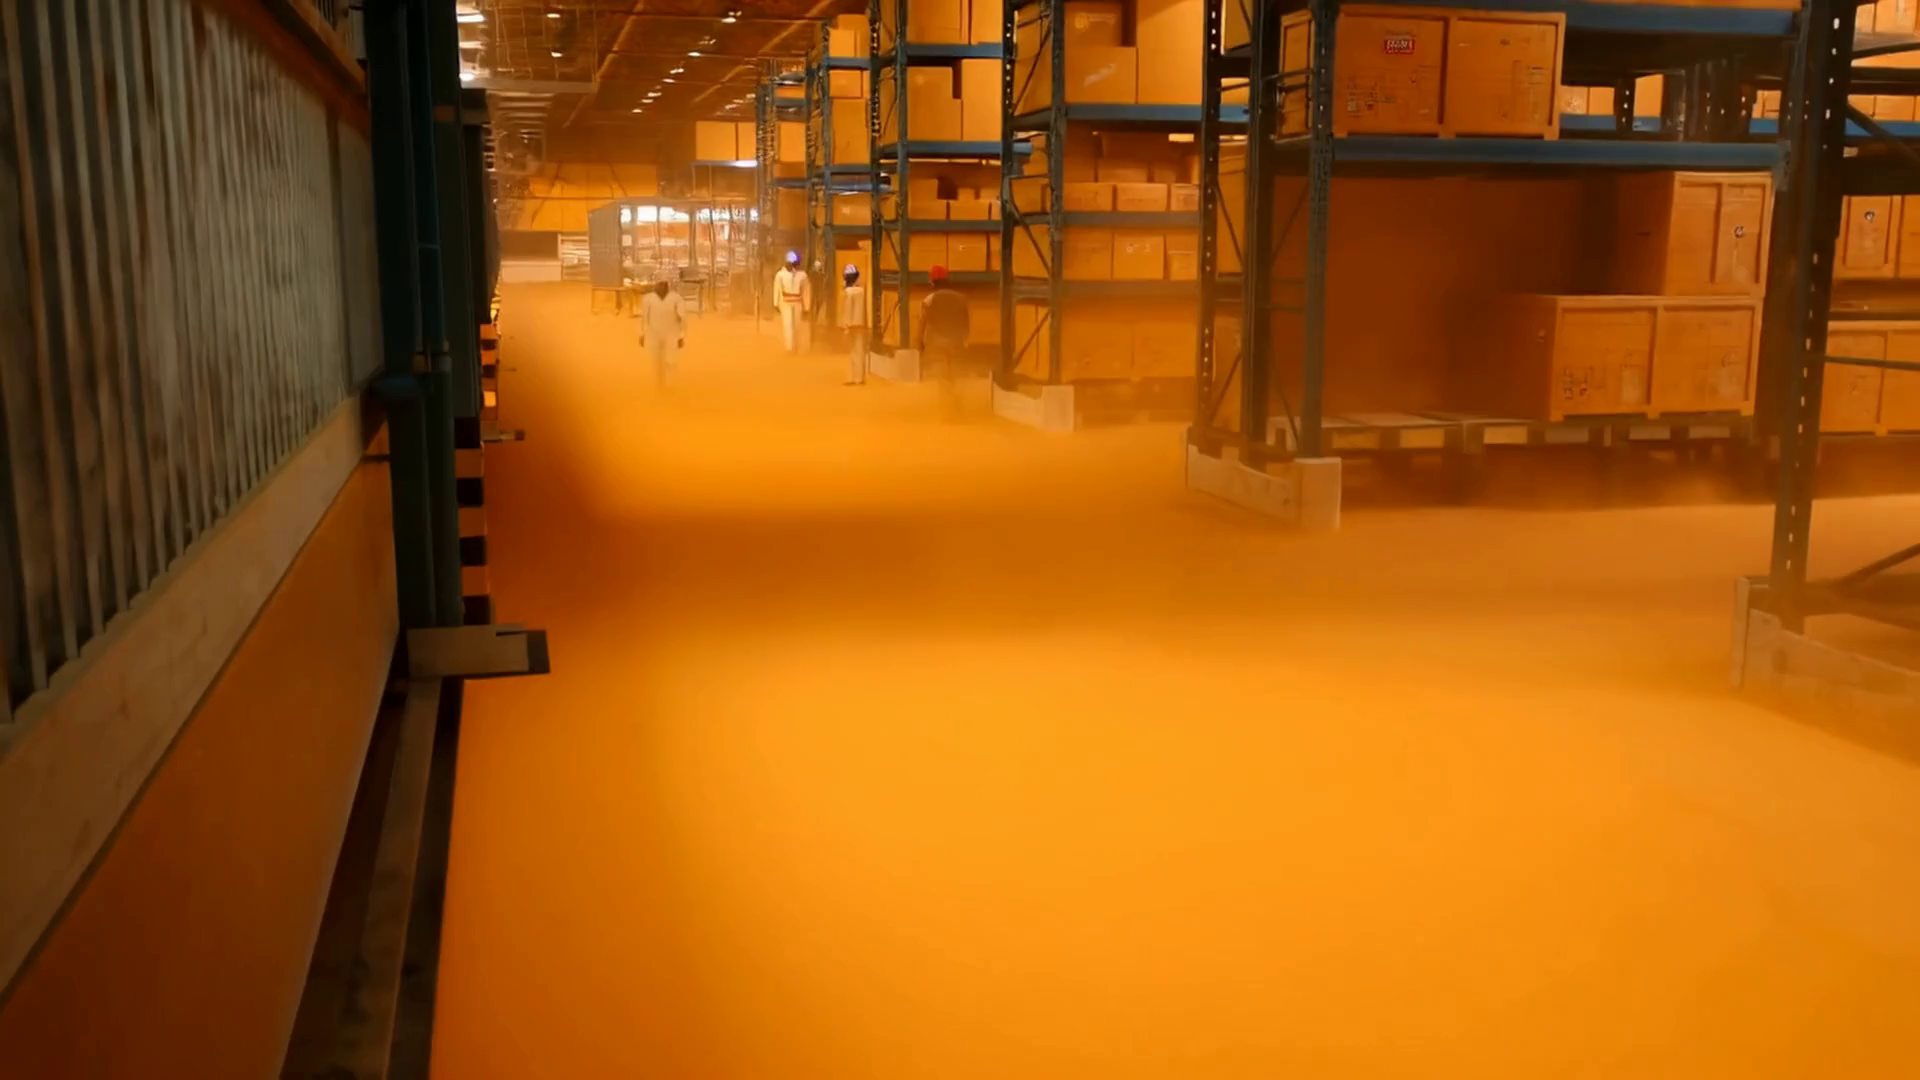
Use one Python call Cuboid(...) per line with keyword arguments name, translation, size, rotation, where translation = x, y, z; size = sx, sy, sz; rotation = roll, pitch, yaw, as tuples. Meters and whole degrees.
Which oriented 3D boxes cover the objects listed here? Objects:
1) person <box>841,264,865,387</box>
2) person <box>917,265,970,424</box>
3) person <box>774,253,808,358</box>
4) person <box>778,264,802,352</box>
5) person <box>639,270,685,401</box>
Cuboid(name="person", translation=(-1.549, -3.084, 23.992), size=(0.311, 1.768, 0.522), rotation=(4, 11, 20))
Cuboid(name="person", translation=(-0.205, -2.252, 19.154), size=(0.605, 1.806, 0.583), rotation=(-3, 10, -15))
Cuboid(name="person", translation=(-3.098, -4.298, 30.480), size=(0.619, 1.917, 0.959), rotation=(-2, 10, -10))
Cuboid(name="person", translation=(-3.294, -4.478, 32.027), size=(0.489, 1.725, 0.585), rotation=(-3, 10, -14))
Cuboid(name="person", translation=(-3.929, -2.678, 21.845), size=(0.562, 1.707, 0.882), rotation=(1, 10, 5))
